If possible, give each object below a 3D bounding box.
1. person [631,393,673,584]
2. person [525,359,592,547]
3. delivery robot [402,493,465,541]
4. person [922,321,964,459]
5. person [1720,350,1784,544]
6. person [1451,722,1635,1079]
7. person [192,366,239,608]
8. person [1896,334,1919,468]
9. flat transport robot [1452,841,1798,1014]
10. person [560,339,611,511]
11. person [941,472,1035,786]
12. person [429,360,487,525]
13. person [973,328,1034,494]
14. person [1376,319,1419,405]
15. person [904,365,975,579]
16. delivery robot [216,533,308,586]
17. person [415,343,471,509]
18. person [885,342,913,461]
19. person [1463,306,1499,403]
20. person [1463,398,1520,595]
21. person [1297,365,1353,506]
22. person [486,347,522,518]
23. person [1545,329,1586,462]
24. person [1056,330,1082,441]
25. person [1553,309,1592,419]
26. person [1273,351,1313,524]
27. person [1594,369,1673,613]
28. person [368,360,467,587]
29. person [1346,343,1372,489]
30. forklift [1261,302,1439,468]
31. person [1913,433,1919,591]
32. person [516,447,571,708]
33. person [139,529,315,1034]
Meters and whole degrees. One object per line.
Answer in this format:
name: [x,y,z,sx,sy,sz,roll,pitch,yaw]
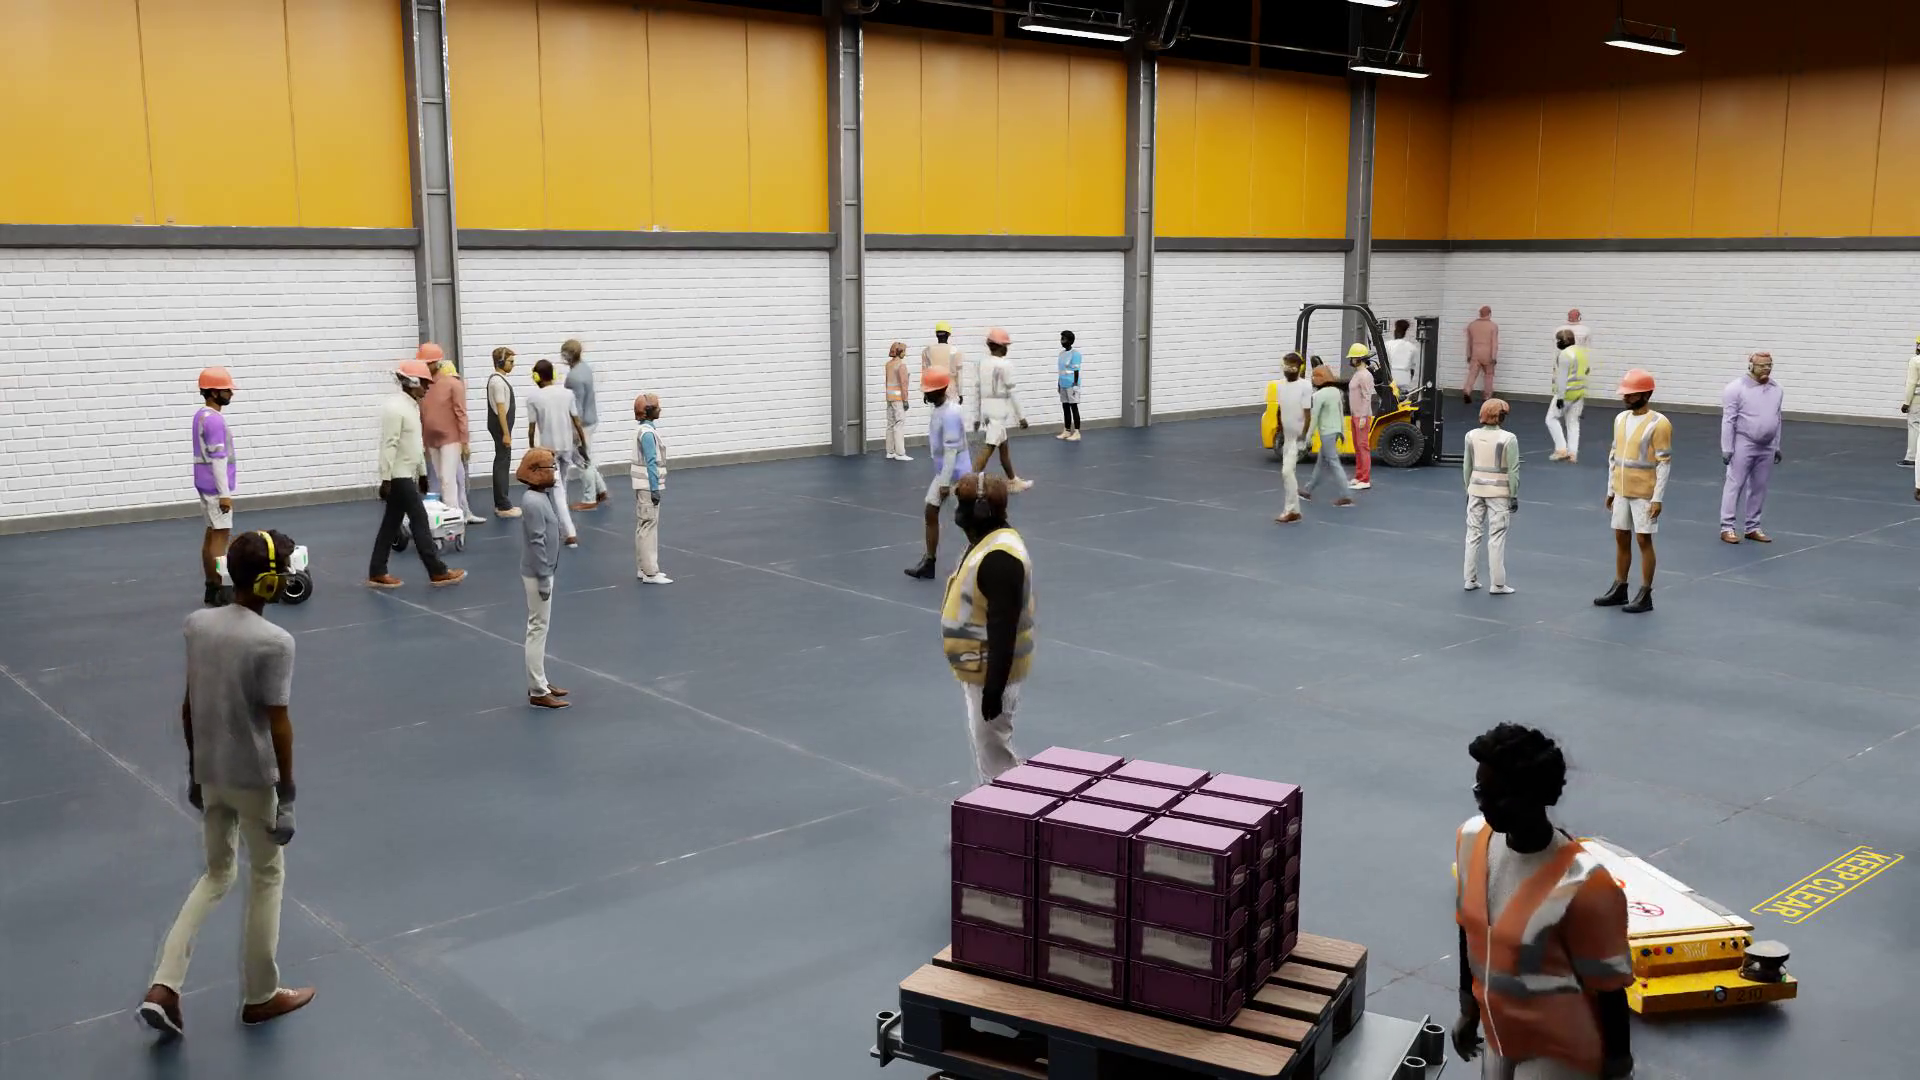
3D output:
person: [-2.676,-0.442,14.332,0.307,1.645,0.517,-3,10,-19]
person: [-3.980,-0.864,16.341,0.595,1.802,0.987,-7,12,-36]
delivery robot: [-5.051,-0.204,15.850,0.707,0.478,0.477,7,12,37]
person: [-0.234,-2.063,23.023,0.585,1.918,0.379,2,10,9]
person: [7.789,-0.913,16.323,0.652,1.906,0.403,-2,10,-12]
person: [1.572,1.260,4.297,0.639,1.662,0.543,-3,10,-18]
person: [-5.961,-0.430,13.407,0.379,1.937,0.548,-6,12,-33]
person: [12.807,-1.876,22.167,0.592,1.837,0.404,-3,10,-19]
flat transport robot: [2.671,1.524,6.835,0.652,0.197,1.431,-2,10,-12]
person: [-4.137,-1.251,18.305,0.483,1.913,0.679,-1,10,-9]
person: [0.125,0.608,7.671,0.430,1.831,0.650,-1,10,-4]
person: [-5.259,-0.988,17.232,0.550,1.757,0.536,0,10,-3]
person: [0.444,-1.466,19.351,1.070,1.989,0.613,-6,11,-31]
person: [6.382,-2.270,24.324,0.623,1.905,0.846,0,10,2]
person: [-0.122,-0.569,14.355,0.886,1.881,0.562,-3,10,-19]
delivery robot: [-5.695,0.189,13.547,0.707,0.478,0.477,-4,11,-23]
person: [-5.227,-0.975,16.577,0.645,1.959,0.738,5,11,27]
person: [-0.866,-1.912,22.952,0.310,1.639,0.514,-6,11,-30]
person: [10.005,-3.562,31.922,0.652,1.872,0.923,9,13,42]
person: [4.425,-0.361,13.882,0.307,1.638,0.513,-8,13,-39]
person: [4.114,-1.185,18.832,0.863,1.576,0.509,8,13,40]
person: [-4.930,-1.164,17.982,0.345,1.843,0.504,-4,10,-20]
person: [8.291,-1.967,22.755,0.486,1.815,0.668,9,13,43]
person: [1.664,-2.361,25.444,0.320,1.690,0.535,-5,11,-29]
person: [10.600,-3.044,28.800,0.639,1.909,0.409,5,11,27]
person: [3.484,-1.064,17.451,0.543,1.834,0.513,-5,11,-28]
person: [5.328,-0.389,13.173,0.377,1.932,0.552,-4,11,-23]
person: [-4.645,-0.551,14.122,0.925,1.931,0.660,-2,10,-9]
person: [4.815,-1.491,20.131,0.322,1.763,0.533,0,10,0]
forklift: [5.320,-2.157,22.763,2.313,2.155,1.214,3,10,16]
person: [8.224,-0.463,13.762,0.575,1.883,0.362,8,12,38]
person: [-2.616,0.230,10.427,0.278,1.634,0.498,-2,10,-13]
person: [-2.640,0.890,5.981,0.564,1.842,0.575,4,11,23]
